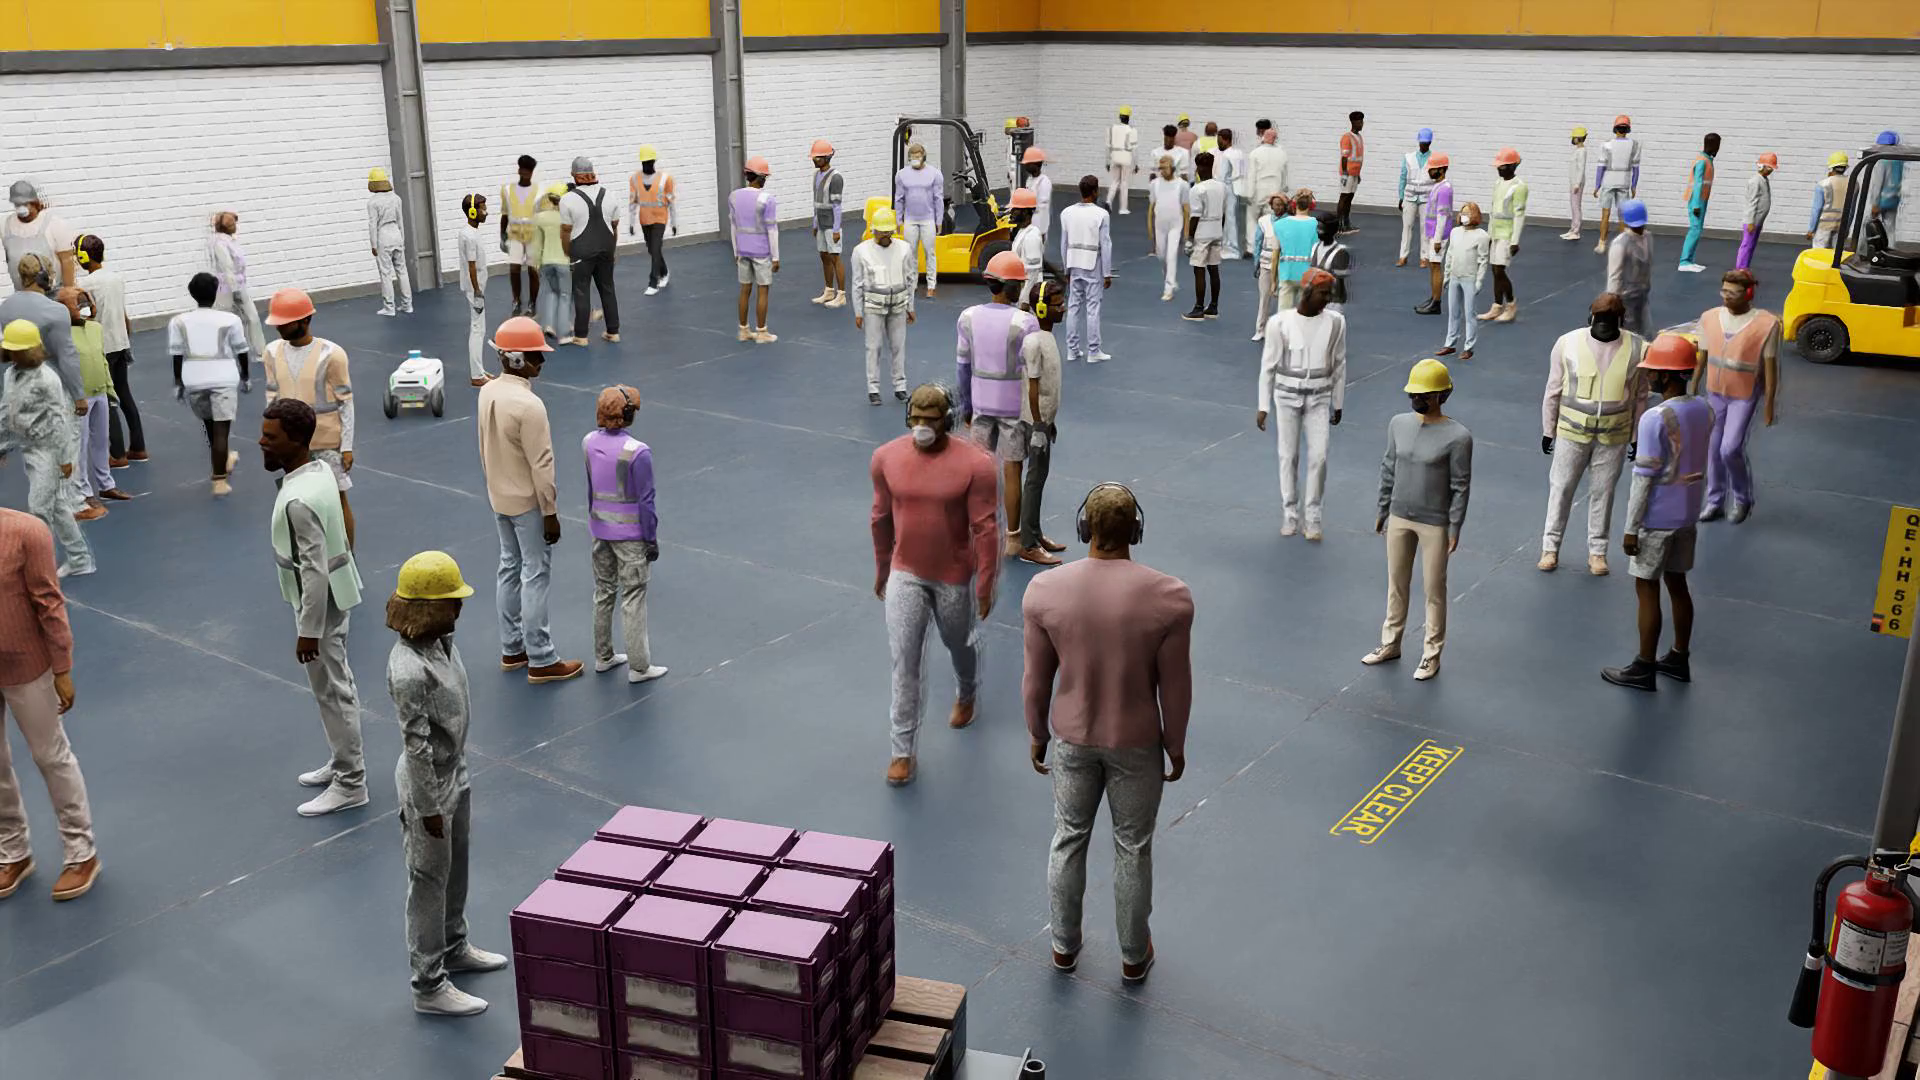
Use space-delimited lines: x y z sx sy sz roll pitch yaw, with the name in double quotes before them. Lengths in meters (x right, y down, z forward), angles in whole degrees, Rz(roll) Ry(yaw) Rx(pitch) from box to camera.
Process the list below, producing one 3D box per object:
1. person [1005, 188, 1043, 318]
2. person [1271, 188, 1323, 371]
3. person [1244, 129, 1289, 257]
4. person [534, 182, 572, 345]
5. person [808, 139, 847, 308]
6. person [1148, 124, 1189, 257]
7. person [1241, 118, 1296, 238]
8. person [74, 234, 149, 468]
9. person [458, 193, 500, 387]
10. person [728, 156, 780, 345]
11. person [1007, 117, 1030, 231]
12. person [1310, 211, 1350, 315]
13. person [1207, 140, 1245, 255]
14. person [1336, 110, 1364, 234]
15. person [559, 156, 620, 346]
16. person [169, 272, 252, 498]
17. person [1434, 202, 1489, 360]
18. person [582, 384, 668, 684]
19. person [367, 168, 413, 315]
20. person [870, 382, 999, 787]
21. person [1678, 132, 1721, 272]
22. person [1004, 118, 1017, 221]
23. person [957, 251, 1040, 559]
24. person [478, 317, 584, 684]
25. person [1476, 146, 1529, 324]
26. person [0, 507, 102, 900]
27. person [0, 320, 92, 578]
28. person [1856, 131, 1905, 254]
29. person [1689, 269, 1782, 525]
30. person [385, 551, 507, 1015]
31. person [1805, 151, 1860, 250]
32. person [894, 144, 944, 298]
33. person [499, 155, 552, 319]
"person" 0.603 -2.350 15.770 0.362 1.939 0.543 -2 18 -5
"person" 3.391 -2.584 16.673 0.567 1.836 0.377 5 18 14
"person" 4.490 -5.051 24.349 0.676 1.859 0.549 -5 18 -15
"person" -4.365 -3.005 18.132 0.541 1.750 0.433 6 19 18
"person" -1.649 -3.868 20.378 0.416 2.034 0.603 -11 21 -32
"person" 3.102 -5.176 24.610 0.663 1.935 0.650 8 19 24
"person" 5.057 -5.773 26.556 1.009 1.907 0.636 -2 18 -6
"person" -6.790 -1.495 13.238 0.330 1.856 0.531 3 18 9
"person" -4.661 -2.406 16.081 0.324 1.861 0.510 -6 19 -18
"person" -2.214 -3.143 18.114 0.610 2.032 0.410 10 20 29
"person" 0.999 -5.857 26.834 0.352 1.883 0.579 -15 23 -39
"person" 3.584 -2.345 16.178 0.401 1.685 0.531 -8 20 -25
"person" 3.877 -5.144 24.667 0.621 1.845 0.429 8 19 23
"person" 6.391 -6.010 27.174 0.371 1.966 0.608 13 22 35
"person" -4.066 -3.169 18.170 0.689 2.000 0.537 -14 22 -36
"person" -5.651 -1.203 12.638 0.538 1.640 0.899 -2 18 -5
"person" 5.264 -2.710 17.385 0.280 1.636 0.504 -12 21 -33
"person" -1.835 -0.030 9.021 0.513 1.631 0.318 13 22 35
"person" -6.863 -3.562 19.897 0.327 1.736 0.489 11 21 30
"person" -0.110 0.141 8.070 0.646 1.898 1.014 4 18 13
"person" 10.307 -4.713 23.221 0.402 1.907 0.599 10 20 29
"person" 0.904 -6.388 28.721 0.317 1.741 0.492 5 18 15
"person" 0.283 -0.891 11.043 0.615 2.039 0.382 10 20 29
"person" -2.346 -0.215 9.005 0.391 1.990 0.621 -16 23 -40
"person" 6.295 -3.531 19.324 0.399 2.032 0.621 -3 18 -8
"person" -3.904 0.524 6.721 0.626 1.982 0.410 -1 18 -4
"person" -5.829 -0.542 10.475 0.577 1.719 0.500 12 21 32
"person" 12.838 -4.746 23.312 0.636 1.915 0.841 -9 20 -26
"person" 5.441 -0.995 11.722 0.449 1.823 0.590 -11 21 -31
"person" -1.866 0.871 6.033 0.318 1.737 0.486 0 18 -1
"person" 10.984 -3.973 21.019 0.591 1.833 0.404 -3 18 -8
"person" -0.517 -4.041 21.085 0.636 1.930 0.382 3 18 11
"person" -5.098 -3.505 19.402 0.680 1.924 0.643 0 18 0
